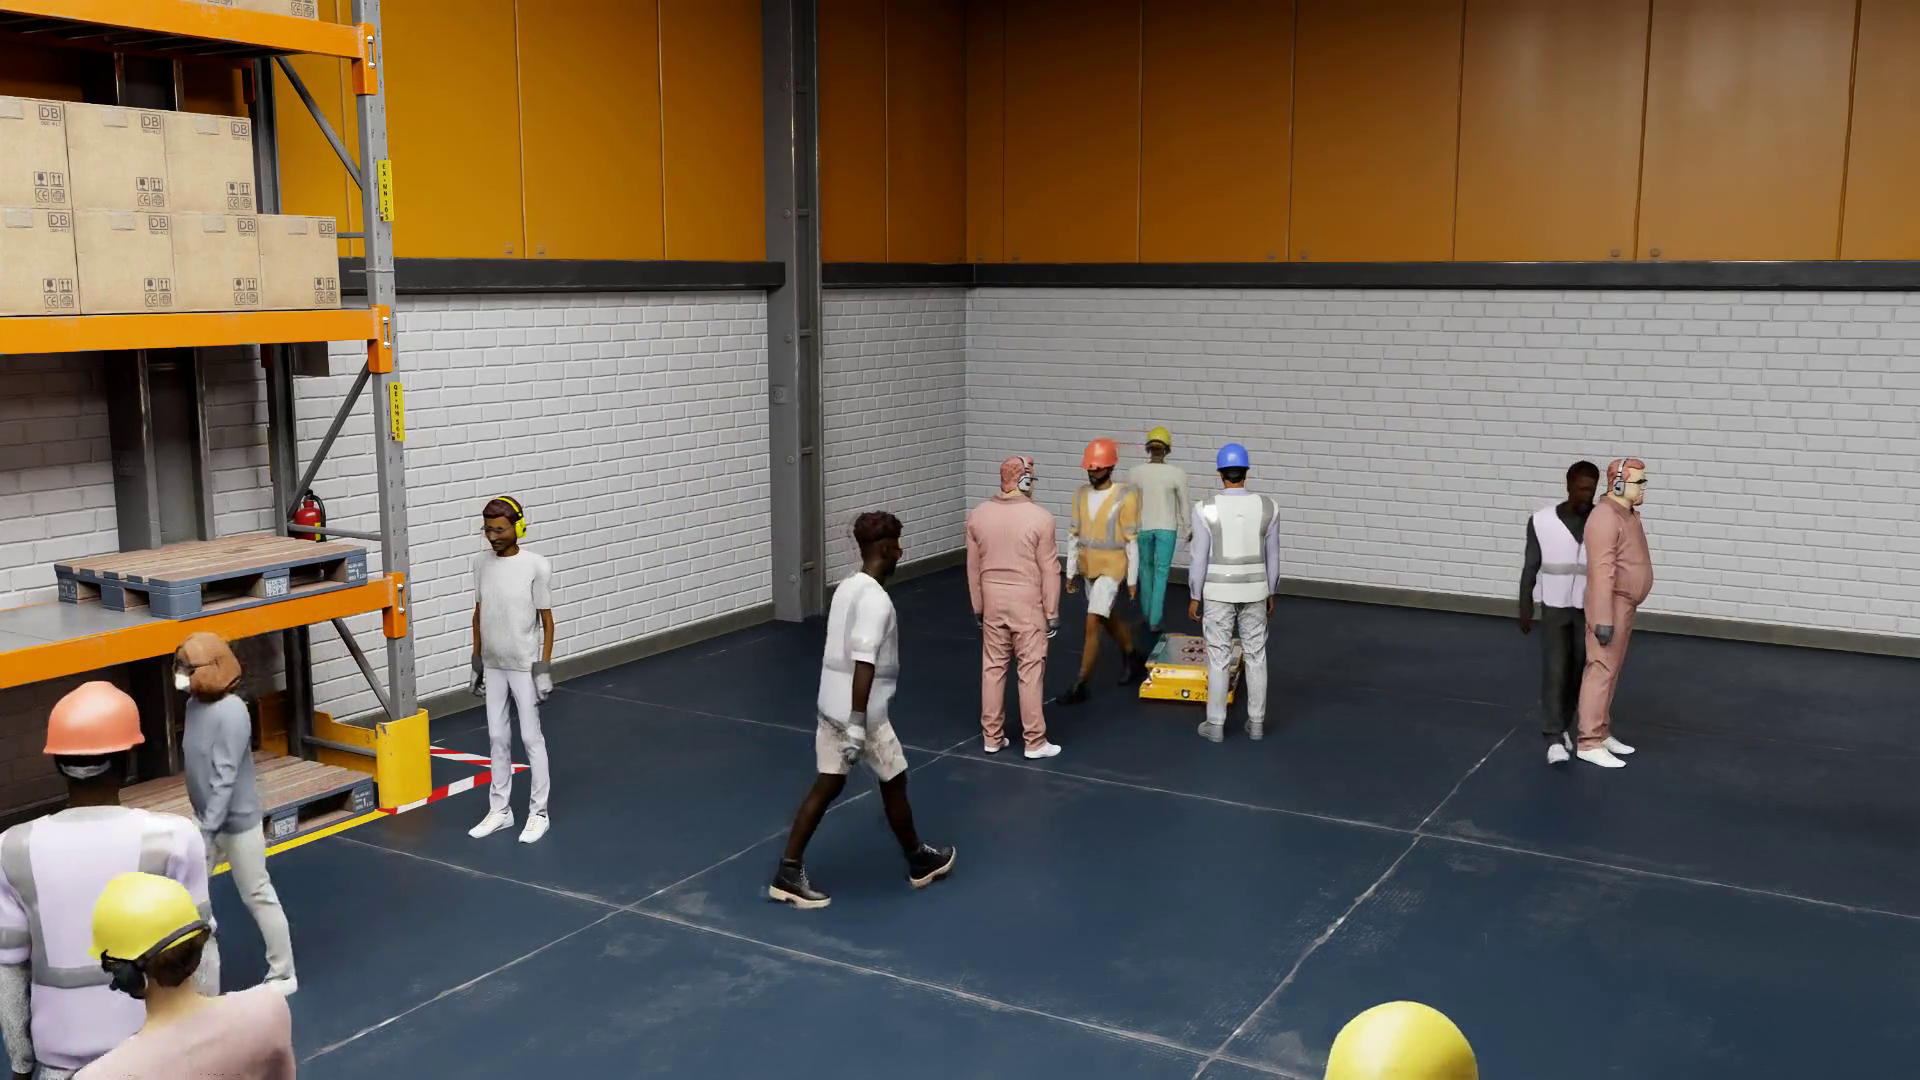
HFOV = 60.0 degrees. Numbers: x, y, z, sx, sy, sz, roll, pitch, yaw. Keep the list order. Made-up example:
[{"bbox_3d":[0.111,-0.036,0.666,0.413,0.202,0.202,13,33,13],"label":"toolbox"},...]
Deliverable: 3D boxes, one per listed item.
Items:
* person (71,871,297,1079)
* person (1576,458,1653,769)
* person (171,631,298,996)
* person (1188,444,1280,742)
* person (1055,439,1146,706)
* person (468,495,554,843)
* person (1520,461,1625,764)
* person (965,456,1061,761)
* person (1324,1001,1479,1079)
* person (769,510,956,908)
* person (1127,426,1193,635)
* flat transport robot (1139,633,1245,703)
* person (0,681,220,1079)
[{"bbox_3d":[-1.662,1.576,3.682,0.465,1.745,0.543,6,11,34],"label":"person"},{"bbox_3d":[4.068,0.438,10.308,0.403,1.906,0.652,5,11,30],"label":"person"},{"bbox_3d":[-3.075,1.175,6.681,0.508,1.595,0.803,7,12,39],"label":"person"},{"bbox_3d":[1.771,0.346,10.787,0.603,1.936,0.410,-1,9,-7],"label":"person"},{"bbox_3d":[1.054,0.193,11.935,0.563,1.888,1.015,9,13,43],"label":"person"},{"bbox_3d":[-2.409,0.687,8.890,0.508,1.865,0.329,3,10,18],"label":"person"},{"bbox_3d":[3.808,0.459,10.279,0.601,1.876,0.957,1,9,8],"label":"person"},{"bbox_3d":[0.360,0.424,10.415,0.636,1.903,0.405,6,11,31],"label":"person"},{"bbox_3d":[0.658,1.659,2.637,0.403,1.913,0.623,-5,10,-29],"label":"person"},{"bbox_3d":[-0.474,0.812,8.025,0.994,1.889,0.671,-4,10,-25],"label":"person"},{"bbox_3d":[1.714,-0.096,14.167,0.535,1.742,0.731,4,10,23],"label":"person"},{"bbox_3d":[1.750,0.928,12.330,0.652,0.197,1.431,2,9,14],"label":"flat transport robot"},{"bbox_3d":[-2.317,1.342,4.573,0.551,1.933,0.377,-3,9,-15],"label":"person"}]
